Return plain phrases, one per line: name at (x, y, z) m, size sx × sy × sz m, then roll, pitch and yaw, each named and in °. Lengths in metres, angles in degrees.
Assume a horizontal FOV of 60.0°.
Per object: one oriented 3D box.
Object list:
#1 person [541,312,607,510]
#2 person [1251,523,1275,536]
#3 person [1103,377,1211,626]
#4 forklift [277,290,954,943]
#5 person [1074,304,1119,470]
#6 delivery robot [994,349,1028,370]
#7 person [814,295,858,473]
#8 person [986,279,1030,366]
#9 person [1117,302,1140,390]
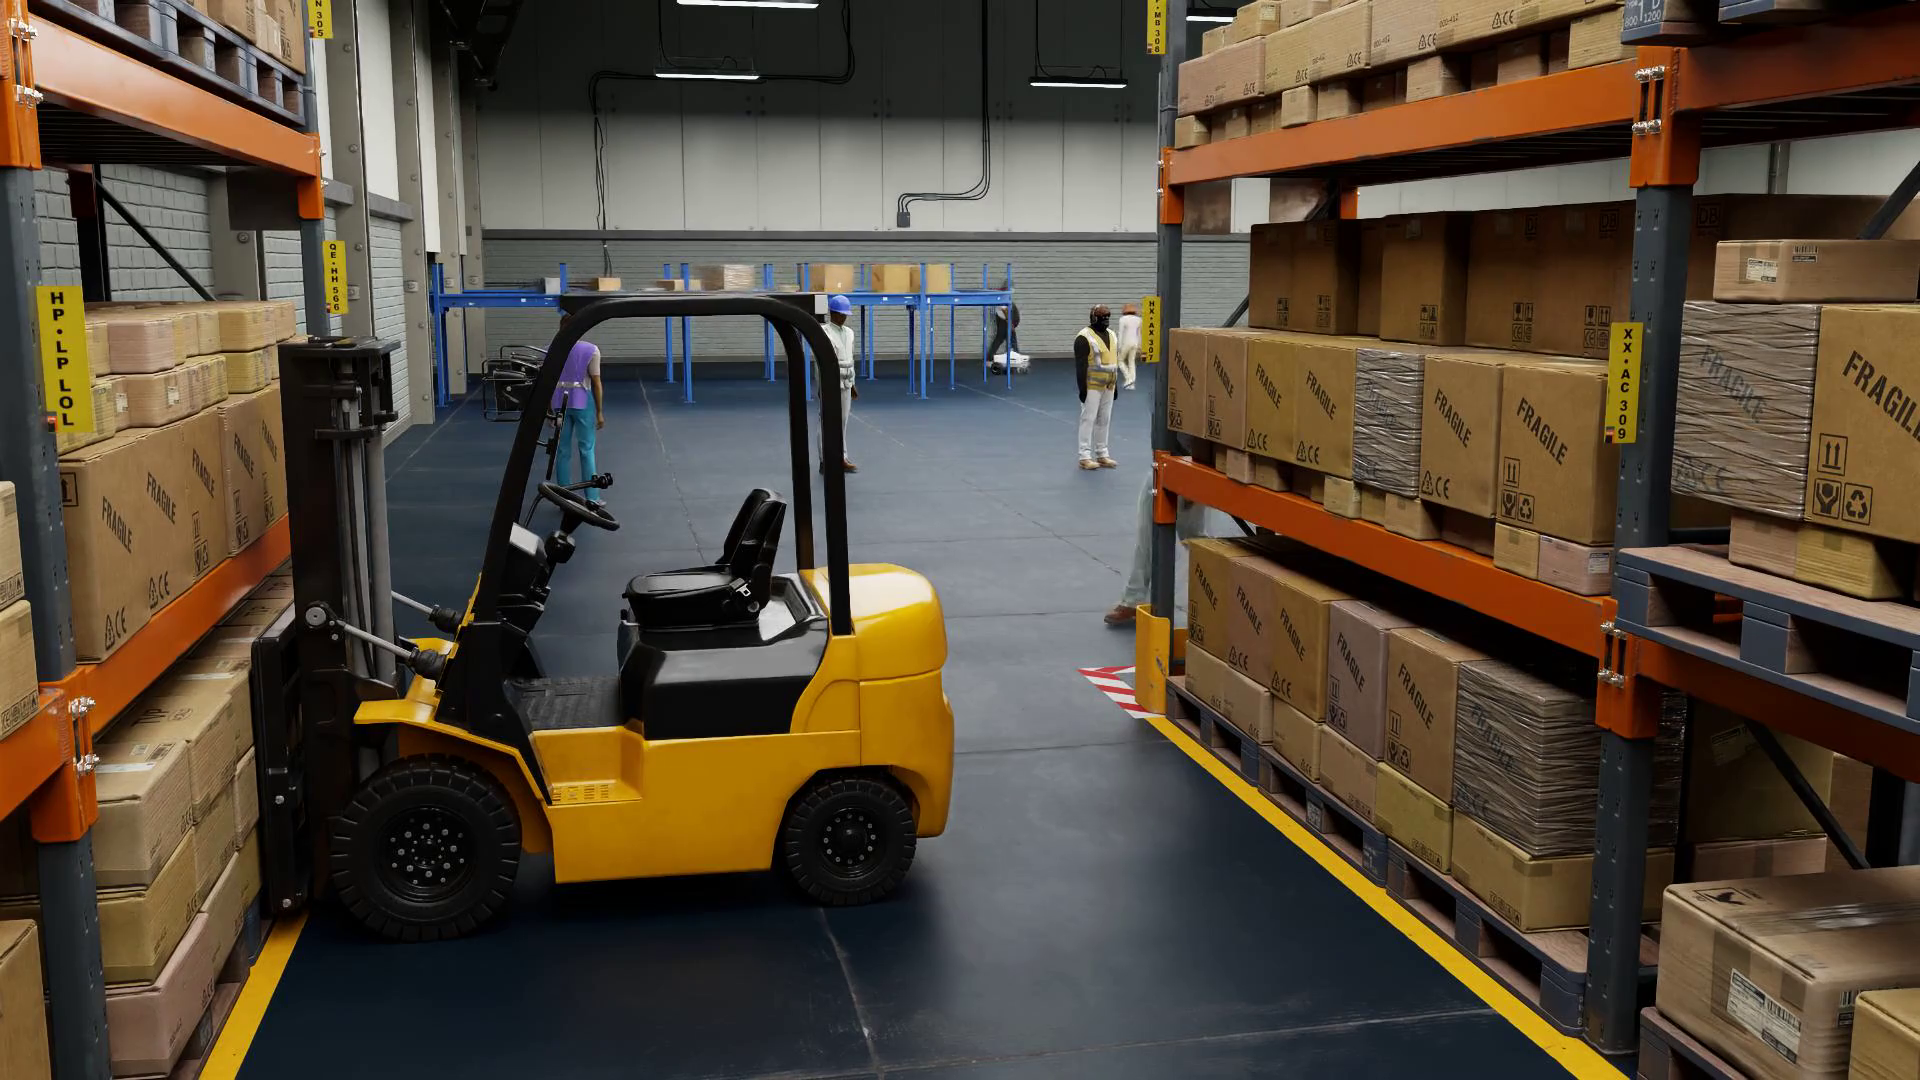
person at (-3.589, -1.197, 15.428) m, size 0.565 × 1.847 × 0.396 m, roll 2°, pitch 9°, yaw 10°
person at (1.958, -0.407, 10.018) m, size 0.605 × 2.045 × 0.381 m, roll 4°, pitch 10°, yaw 25°
person at (1.407, -0.405, 10.521) m, size 0.951 × 1.886 × 0.684 m, roll -4°, pitch 10°, yaw -24°
forklift at (-1.179, 0.175, 6.143) m, size 2.313 × 2.155 × 1.214 m, roll -2°, pitch 10°, yaw -12°
person at (1.553, -1.720, 18.680) m, size 0.619 × 1.836 × 0.431 m, roll -9°, pitch 13°, yaw -44°
delivery robot at (1.072, -3.786, 34.988) m, size 0.707 × 0.478 × 0.477 m, roll 5°, pitch 11°, yaw 29°
person at (-1.354, -1.707, 18.252) m, size 0.399 × 1.941 × 0.603 m, roll 7°, pitch 12°, yaw 37°
person at (1.026, -4.919, 37.661) m, size 1.036 × 2.000 × 0.684 m, roll 1°, pitch 9°, yaw 6°
person at (3.092, -3.571, 30.598) m, size 0.520 × 1.618 × 0.351 m, roll -6°, pitch 11°, yaw -34°
